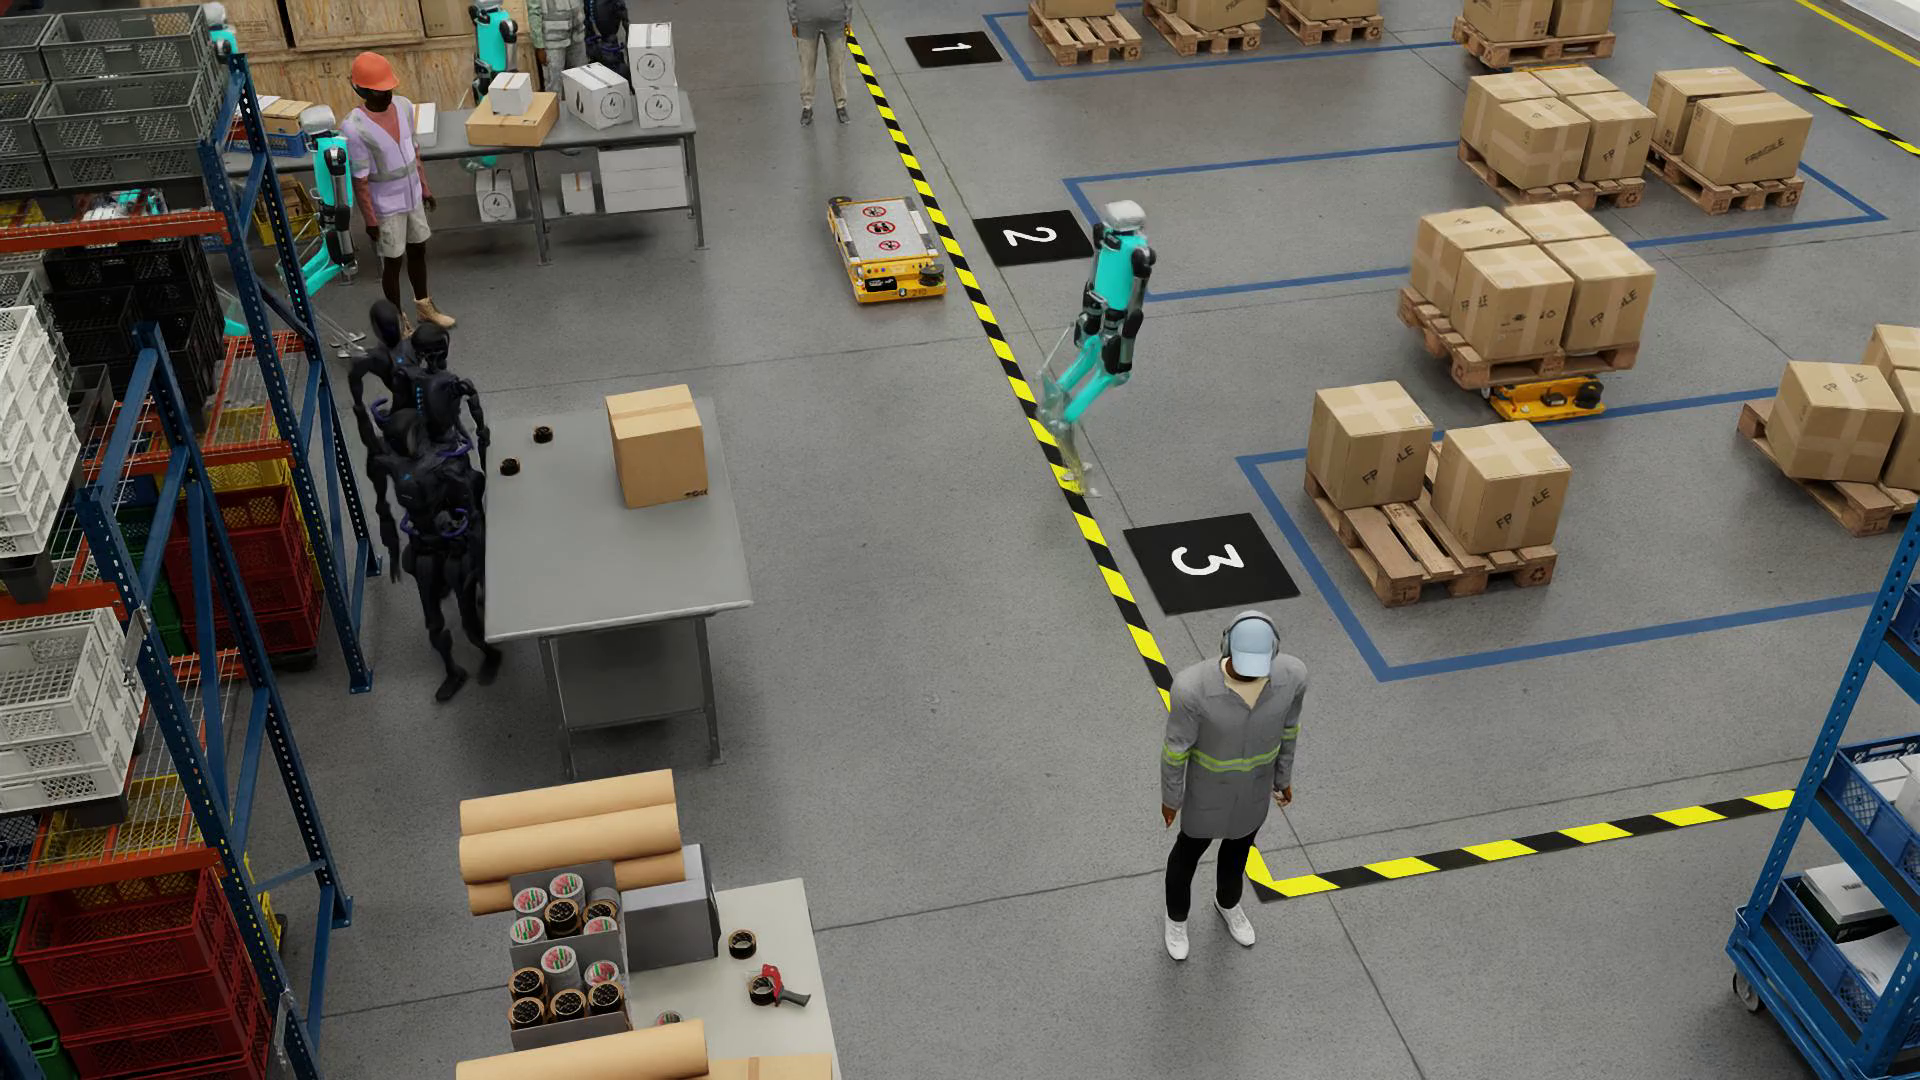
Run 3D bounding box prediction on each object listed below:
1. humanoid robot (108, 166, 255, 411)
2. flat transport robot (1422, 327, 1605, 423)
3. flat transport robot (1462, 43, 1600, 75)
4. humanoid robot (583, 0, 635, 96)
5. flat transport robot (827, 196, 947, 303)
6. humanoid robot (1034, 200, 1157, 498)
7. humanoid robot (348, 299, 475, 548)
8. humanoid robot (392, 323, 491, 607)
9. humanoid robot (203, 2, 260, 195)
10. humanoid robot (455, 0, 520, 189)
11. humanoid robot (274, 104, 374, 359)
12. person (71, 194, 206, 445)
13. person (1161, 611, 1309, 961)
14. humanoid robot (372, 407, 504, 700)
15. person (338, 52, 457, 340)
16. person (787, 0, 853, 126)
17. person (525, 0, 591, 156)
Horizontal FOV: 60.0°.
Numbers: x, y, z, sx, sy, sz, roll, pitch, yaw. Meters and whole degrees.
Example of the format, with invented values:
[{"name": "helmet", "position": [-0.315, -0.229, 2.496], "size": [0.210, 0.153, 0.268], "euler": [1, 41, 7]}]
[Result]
[{"name": "humanoid robot", "position": [-4.765, -1.603, 10.438], "size": [0.676, 1.763, 0.550], "euler": [-21, 41, -25]}, {"name": "flat transport robot", "position": [3.697, -1.257, 11.220], "size": [0.652, 0.197, 1.431], "euler": [-8, 37, -10]}, {"name": "flat transport robot", "position": [5.341, -4.490, 15.565], "size": [0.652, 0.197, 1.431], "euler": [-8, 37, -10]}, {"name": "humanoid robot", "position": [-2.865, -3.949, 13.679], "size": [0.607, 1.652, 0.328], "euler": [26, 44, 30]}, {"name": "flat transport robot", "position": [-0.570, -2.220, 12.538], "size": [0.659, 0.231, 1.431], "euler": [-8, 37, -10]}, {"name": "humanoid robot", "position": [0.713, -1.086, 9.793], "size": [0.794, 1.768, 0.572], "euler": [-18, 40, -22]}, {"name": "humanoid robot", "position": [-3.002, -0.584, 9.153], "size": [0.593, 1.650, 0.368], "euler": [-22, 42, -27]}, {"name": "humanoid robot", "position": [-2.745, -0.399, 8.909], "size": [0.608, 1.645, 0.336], "euler": [11, 38, 14]}, {"name": "humanoid robot", "position": [-5.630, -3.165, 12.571], "size": [1.009, 1.735, 0.560], "euler": [-14, 39, -18]}, {"name": "humanoid robot", "position": [-3.719, -3.241, 12.763], "size": [0.801, 1.884, 0.554], "euler": [-30, 46, -34]}, {"name": "humanoid robot", "position": [-4.237, -1.963, 10.849], "size": [0.735, 1.677, 0.533], "euler": [-17, 40, -21]}, {"name": "person", "position": [-5.050, -1.374, 10.080], "size": [0.549, 1.841, 0.610], "euler": [15, 39, 19]}, {"name": "person", "position": [1.115, 1.018, 6.860], "size": [0.596, 1.849, 0.392], "euler": [-8, 37, -11]}, {"name": "humanoid robot", "position": [-2.606, 0.073, 8.276], "size": [0.584, 1.649, 0.365], "euler": [7, 37, 9]}, {"name": "person", "position": [-3.744, -2.266, 11.114], "size": [0.389, 2.040, 0.613], "euler": [17, 40, 21]}, {"name": "person", "position": [-1.196, -4.454, 14.282], "size": [0.565, 1.769, 0.396], "euler": [-4, 37, -6]}, {"name": "person", "position": [-3.279, -4.161, 13.750], "size": [0.412, 1.939, 0.602], "euler": [25, 43, 30]}]
